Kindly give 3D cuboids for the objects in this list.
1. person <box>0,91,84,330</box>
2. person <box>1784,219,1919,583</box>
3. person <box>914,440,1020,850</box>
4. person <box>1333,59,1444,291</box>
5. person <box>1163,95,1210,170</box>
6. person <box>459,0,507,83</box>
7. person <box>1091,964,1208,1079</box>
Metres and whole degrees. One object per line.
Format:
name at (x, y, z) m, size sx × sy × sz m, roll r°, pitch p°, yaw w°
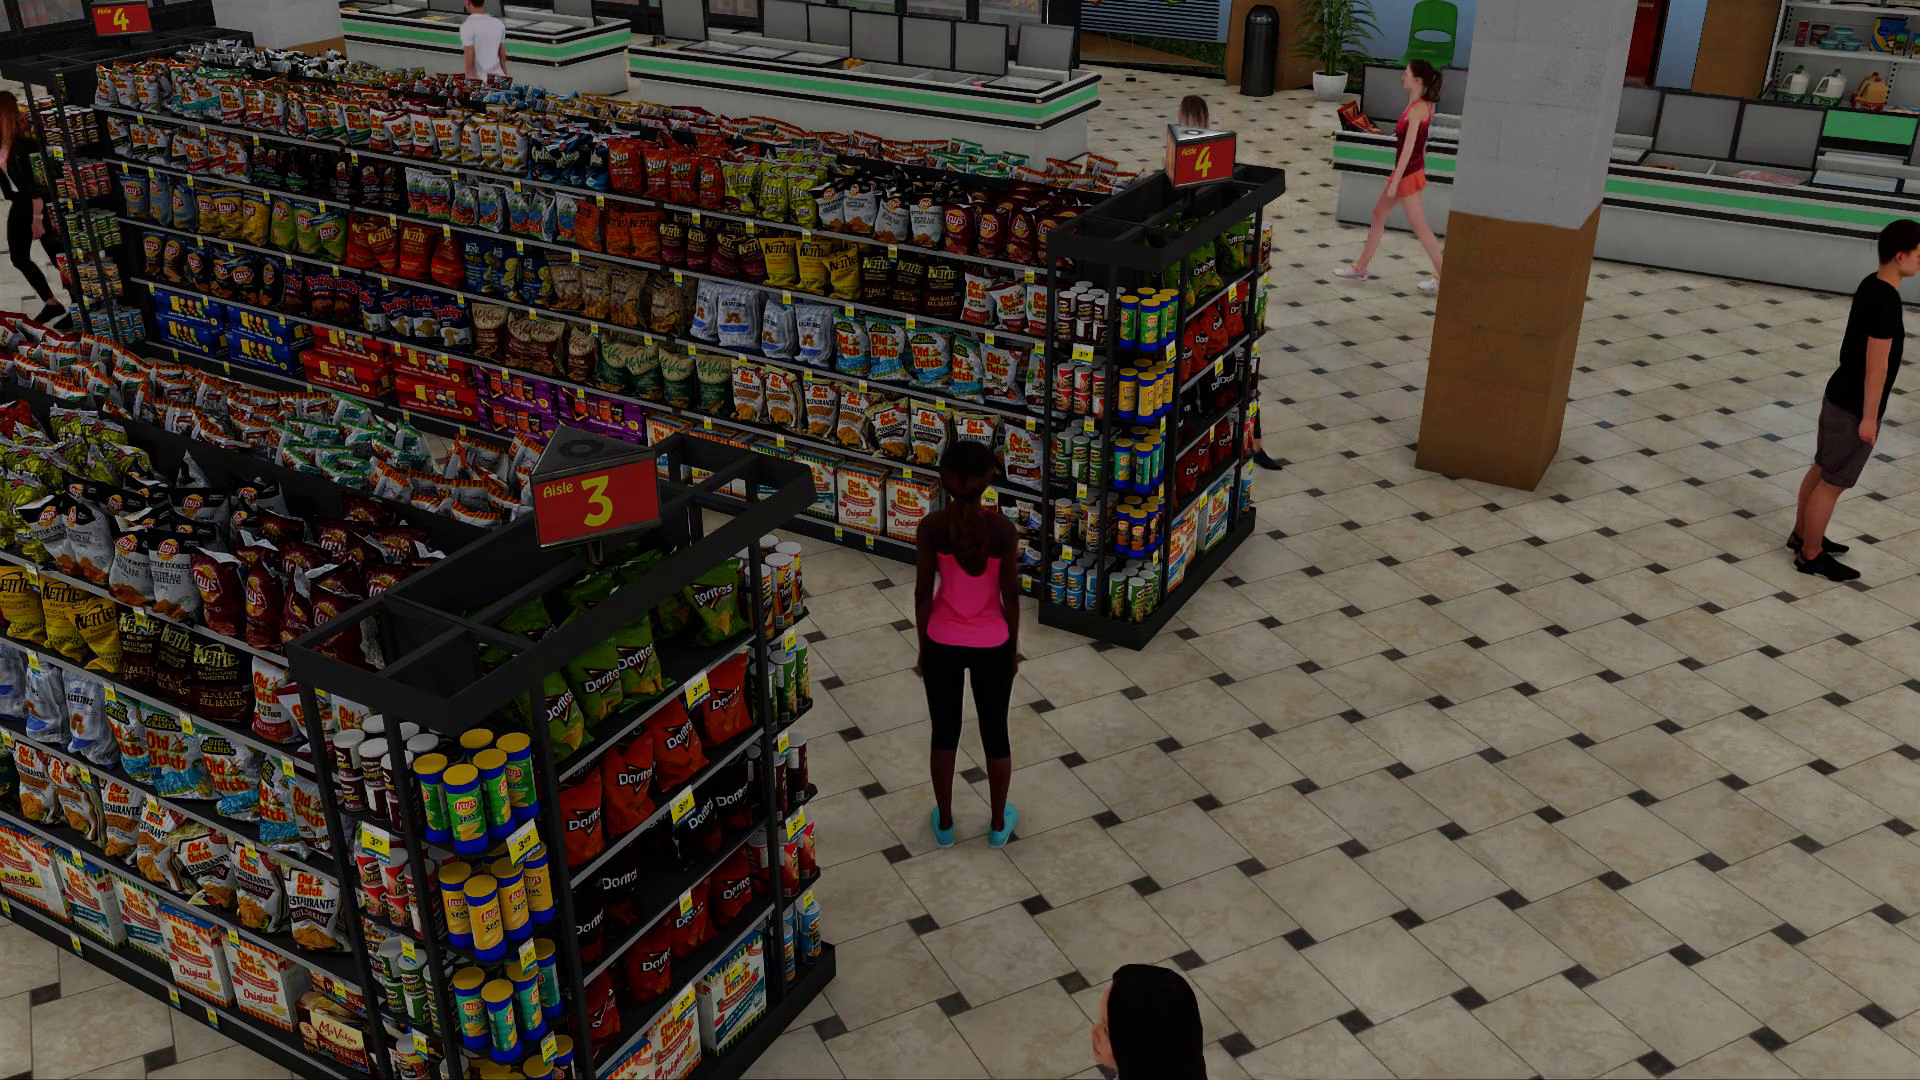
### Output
person at (-6.463, -2.339, 11.799) m, size 0.543 × 1.698 × 0.653 m, roll 15°, pitch 30°, yaw 27°
person at (4.532, -0.720, 8.426) m, size 0.643 × 1.861 × 0.732 m, roll 8°, pitch 28°, yaw 16°
person at (0.028, 0.417, 6.336) m, size 0.601 × 1.723 × 0.699 m, roll 3°, pitch 27°, yaw 5°
person at (3.439, -2.681, 12.462) m, size 1.176 × 1.707 × 0.721 m, roll 9°, pitch 28°, yaw 18°
person at (1.661, -2.208, 11.610) m, size 1.117 × 1.635 × 0.602 m, roll 14°, pitch 30°, yaw 26°
person at (-4.199, -4.038, 15.013) m, size 1.016 × 1.821 × 0.767 m, roll 18°, pitch 32°, yaw 32°
person at (0.495, 1.685, 3.881) m, size 1.115 × 1.681 × 0.913 m, roll 1°, pitch 27°, yaw 1°
